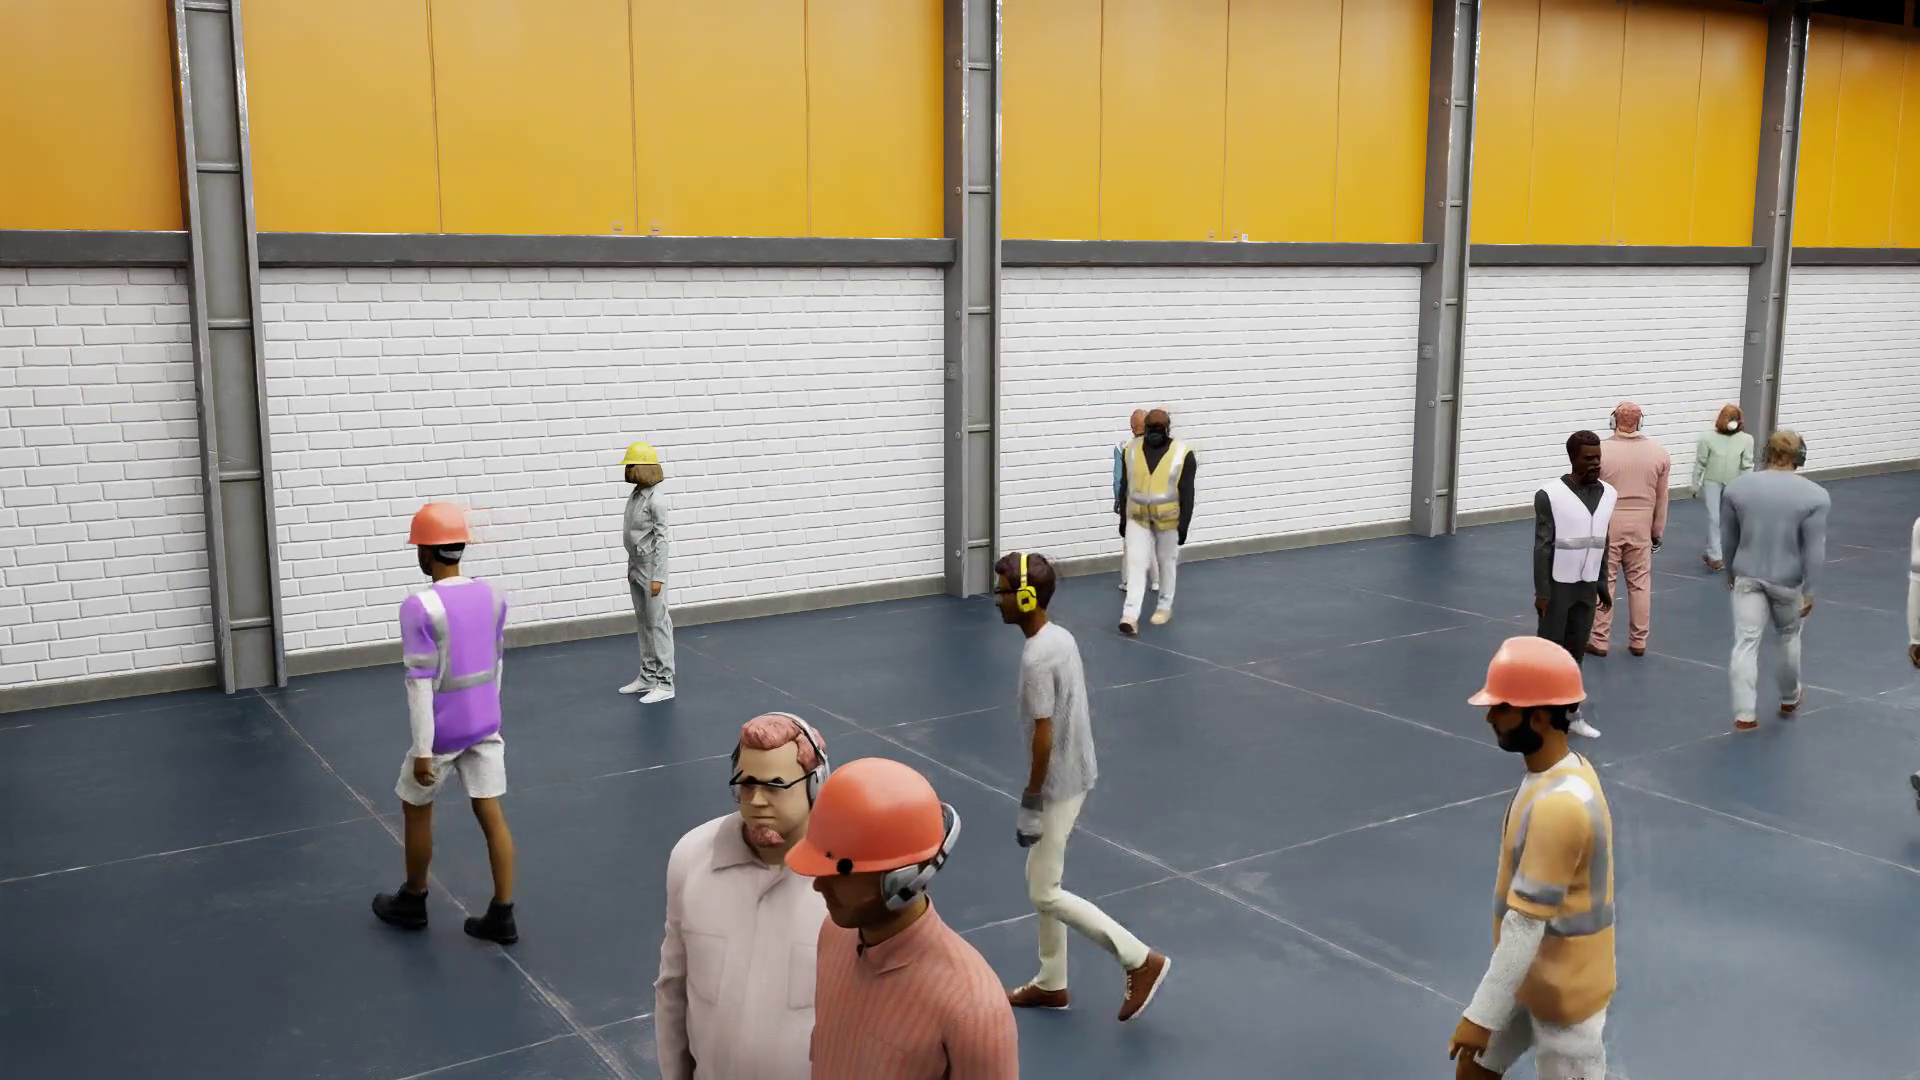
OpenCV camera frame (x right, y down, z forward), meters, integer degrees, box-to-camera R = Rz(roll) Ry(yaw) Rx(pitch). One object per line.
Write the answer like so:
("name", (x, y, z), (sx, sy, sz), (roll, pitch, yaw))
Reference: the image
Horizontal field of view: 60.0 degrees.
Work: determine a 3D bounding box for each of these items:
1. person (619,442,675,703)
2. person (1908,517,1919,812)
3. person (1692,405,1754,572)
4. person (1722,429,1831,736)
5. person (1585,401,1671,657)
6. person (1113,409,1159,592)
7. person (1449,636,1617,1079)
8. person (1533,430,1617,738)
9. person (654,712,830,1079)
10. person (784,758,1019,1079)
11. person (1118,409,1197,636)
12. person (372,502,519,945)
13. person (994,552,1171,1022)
("person", (-2.109, 0.212, 11.121), (0.296, 1.745, 0.485), (-6, 11, -33))
("person", (5.188, 0.492, 8.593), (0.776, 2.025, 0.627), (-6, 11, -33))
("person", (7.255, -0.488, 15.798), (0.501, 1.581, 0.858), (1, 9, 5))
("person", (5.136, 0.245, 10.498), (0.633, 1.890, 0.983), (7, 12, 36))
("person", (4.915, -0.080, 12.393), (0.646, 1.907, 0.401), (0, 9, 2))
("person", (1.610, -0.342, 14.774), (0.511, 1.640, 0.308), (-1, 9, -5))
("person", (1.506, 1.210, 4.622), (0.889, 1.896, 0.567), (2, 10, 14))
("person", (3.748, 0.276, 10.209), (0.590, 1.920, 0.398), (-4, 10, -24))
("person", (-0.420, 1.331, 3.887), (0.636, 1.911, 0.404), (2, 10, 12))
("person", (-0.134, 1.388, 3.288), (0.399, 1.989, 0.622), (-7, 12, -35))
("person", (1.532, -0.147, 13.163), (0.635, 1.777, 0.999), (3, 10, 19))
("person", (-2.251, 0.784, 7.193), (0.872, 1.900, 0.568), (6, 11, 33))
("person", (0.444, 0.957, 6.374), (0.645, 1.840, 0.526), (2, 10, 10))
